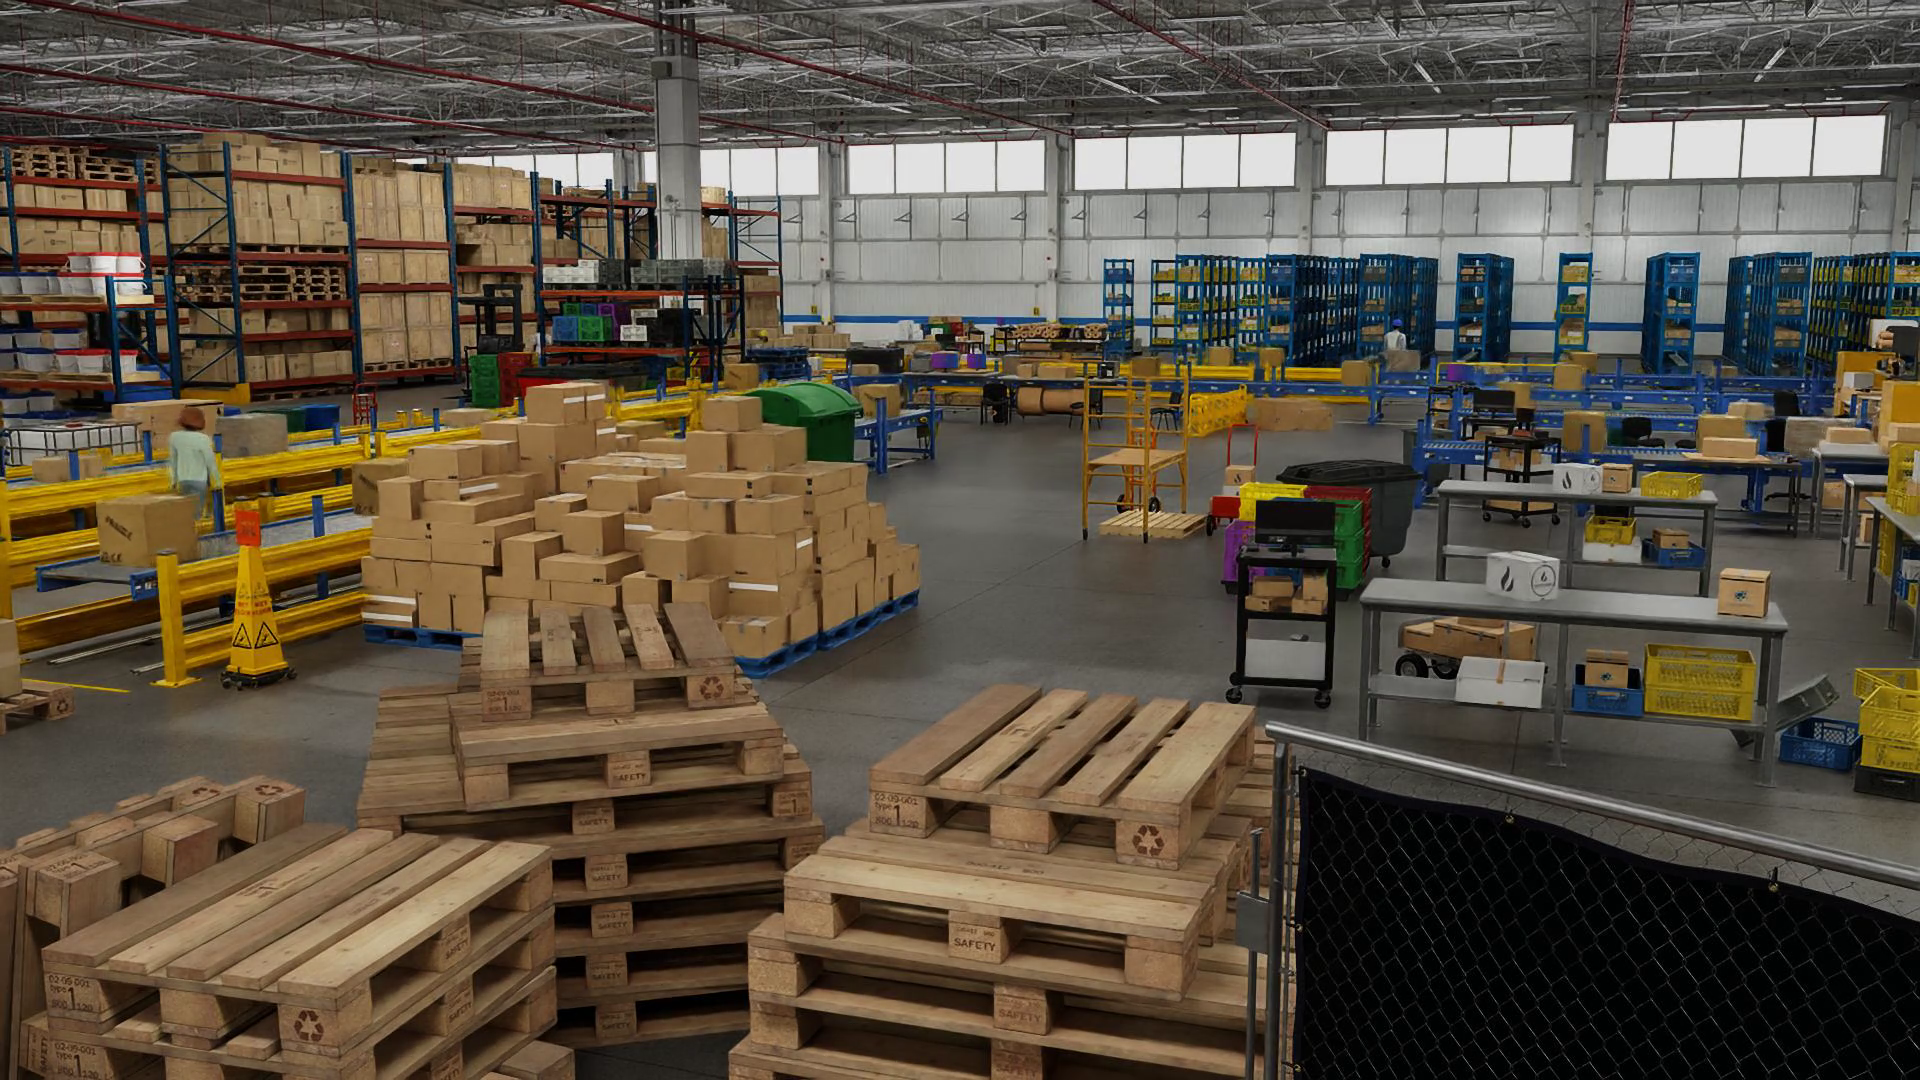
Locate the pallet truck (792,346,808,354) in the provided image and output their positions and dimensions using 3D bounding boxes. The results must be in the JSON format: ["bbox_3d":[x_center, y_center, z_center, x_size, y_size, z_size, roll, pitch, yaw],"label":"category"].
[{"bbox_3d":[-3.705,-4.298,42.022,0.653,1.274,1.630,3,10,20],"label":"pallet truck"}]

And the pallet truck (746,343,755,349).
[{"bbox_3d":[-6.183,-4.618,44.264,1.601,1.201,0.680,-9,12,-43],"label":"pallet truck"}]

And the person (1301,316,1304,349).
[{"bbox_3d":[10.661,-6.173,52.252,0.895,1.800,0.596,2,9,14],"label":"person"}]

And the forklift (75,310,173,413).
[{"bbox_3d":[-18.213,-4.159,36.203,1.873,2.768,1.129,3,10,20],"label":"forklift"}]

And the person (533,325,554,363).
[{"bbox_3d":[-11.802,-5.320,47.299,0.551,1.649,0.876,2,9,15],"label":"person"}]

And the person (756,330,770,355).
[{"bbox_3d":[-4.559,-4.066,39.188,0.812,1.731,0.542,1,9,9],"label":"person"}]

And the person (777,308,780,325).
[{"bbox_3d":[-7.264,-8.360,66.118,0.470,1.754,0.532,4,10,23],"label":"person"}]

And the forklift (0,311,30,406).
[{"bbox_3d":[-21.588,-4.426,37.877,1.873,2.768,1.129,3,10,19],"label":"forklift"}]

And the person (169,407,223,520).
[{"bbox_3d":[-8.234,-0.635,18.007,0.539,1.615,0.526,2,9,15],"label":"person"}]

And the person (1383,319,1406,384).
[{"bbox_3d":[10.858,-4.536,41.499,0.409,1.943,0.615,-8,12,-42],"label":"person"}]

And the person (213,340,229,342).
[{"bbox_3d":[-19.961,-4.985,45.113,0.555,1.679,0.457,4,10,25],"label":"person"}]

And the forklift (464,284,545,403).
[{"bbox_3d":[-10.832,-4.702,39.610,1.129,2.768,1.873,3,10,20],"label":"forklift"}]

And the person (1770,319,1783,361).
[{"bbox_3d":[23.110,-5.367,47.207,0.920,1.796,0.556,3,10,20],"label":"person"}]
